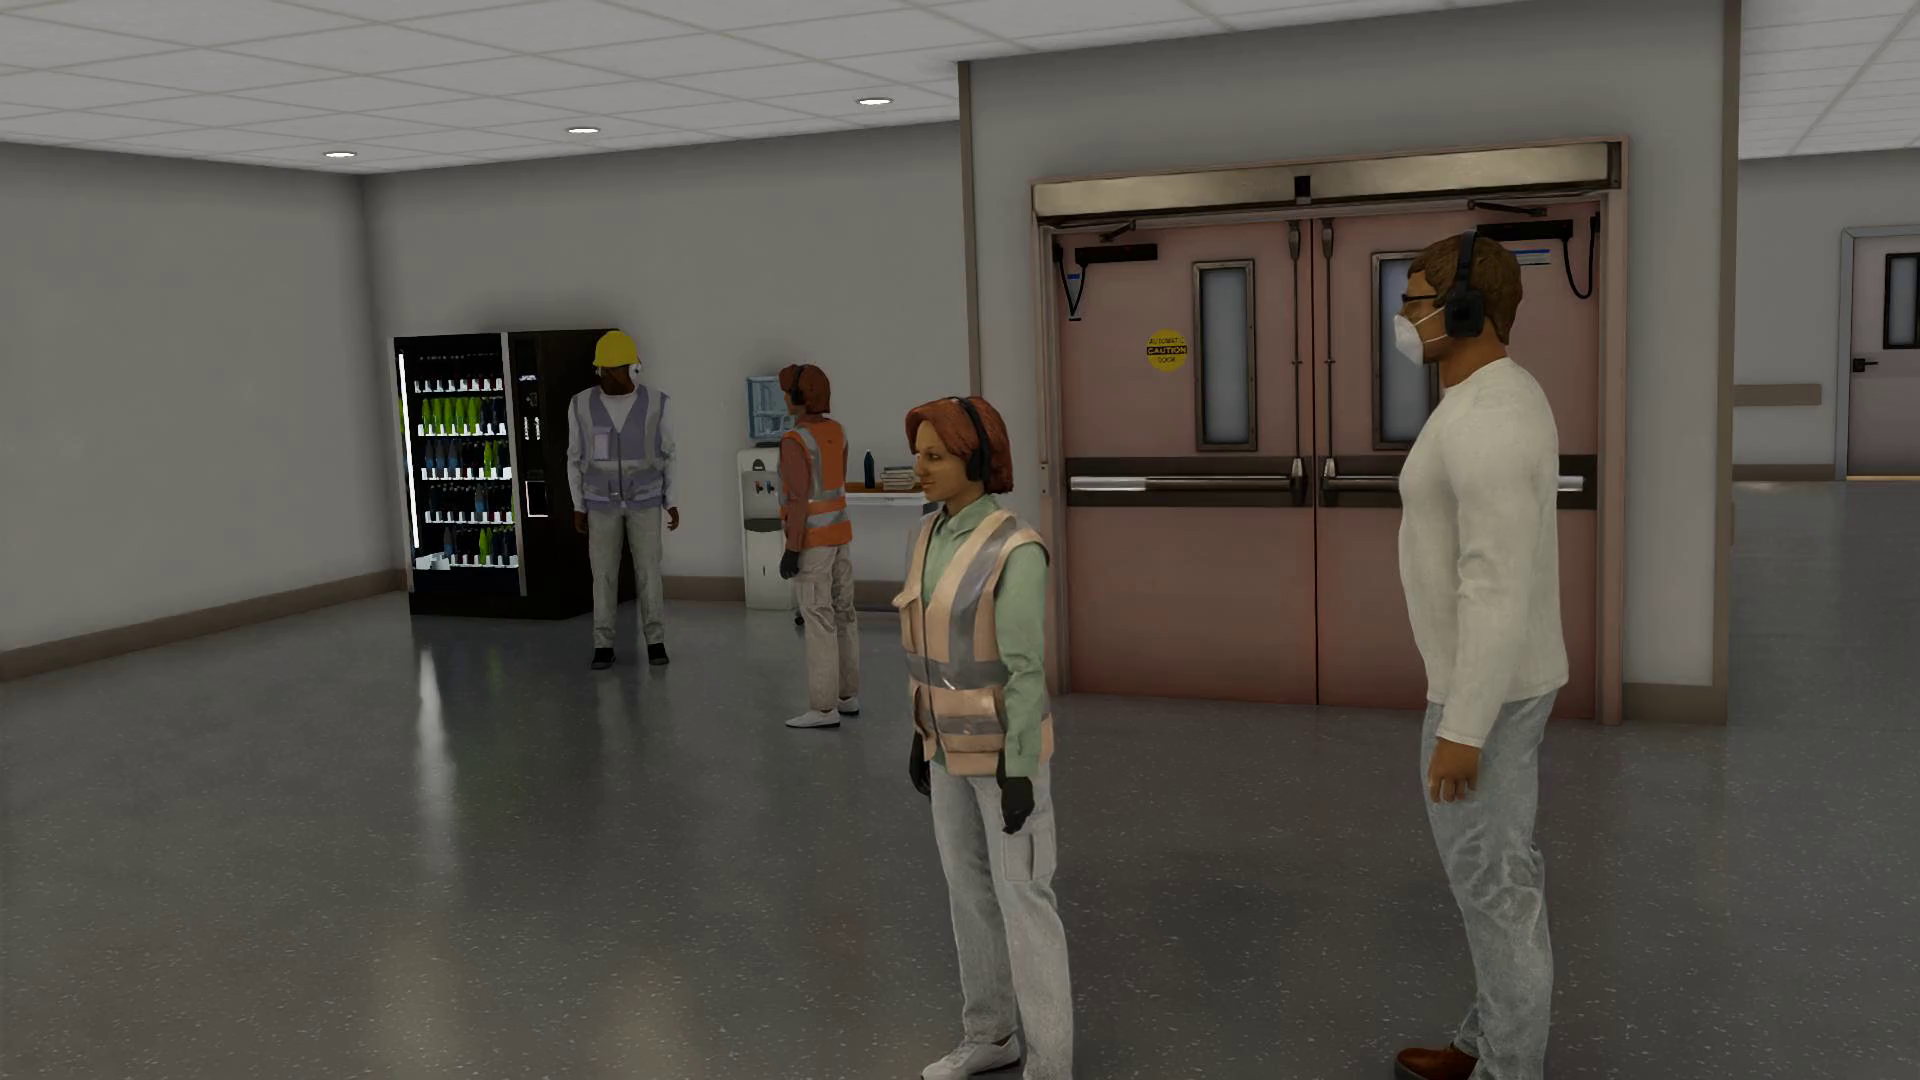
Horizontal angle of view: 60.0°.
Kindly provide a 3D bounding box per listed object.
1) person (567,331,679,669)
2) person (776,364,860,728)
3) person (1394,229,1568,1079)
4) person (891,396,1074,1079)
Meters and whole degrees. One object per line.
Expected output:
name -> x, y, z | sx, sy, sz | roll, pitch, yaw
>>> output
person -> -1.819, -0.215, 9.021 | 0.587, 1.826, 0.404 | -3, 7, -8
person -> -0.645, 0.026, 7.502 | 0.312, 1.642, 0.512 | 1, 8, 23
person -> 1.086, 0.328, 3.504 | 0.370, 1.940, 0.627 | 0, 8, 19
person -> 0.044, 0.491, 3.751 | 0.314, 1.632, 0.517 | -7, 9, -30
